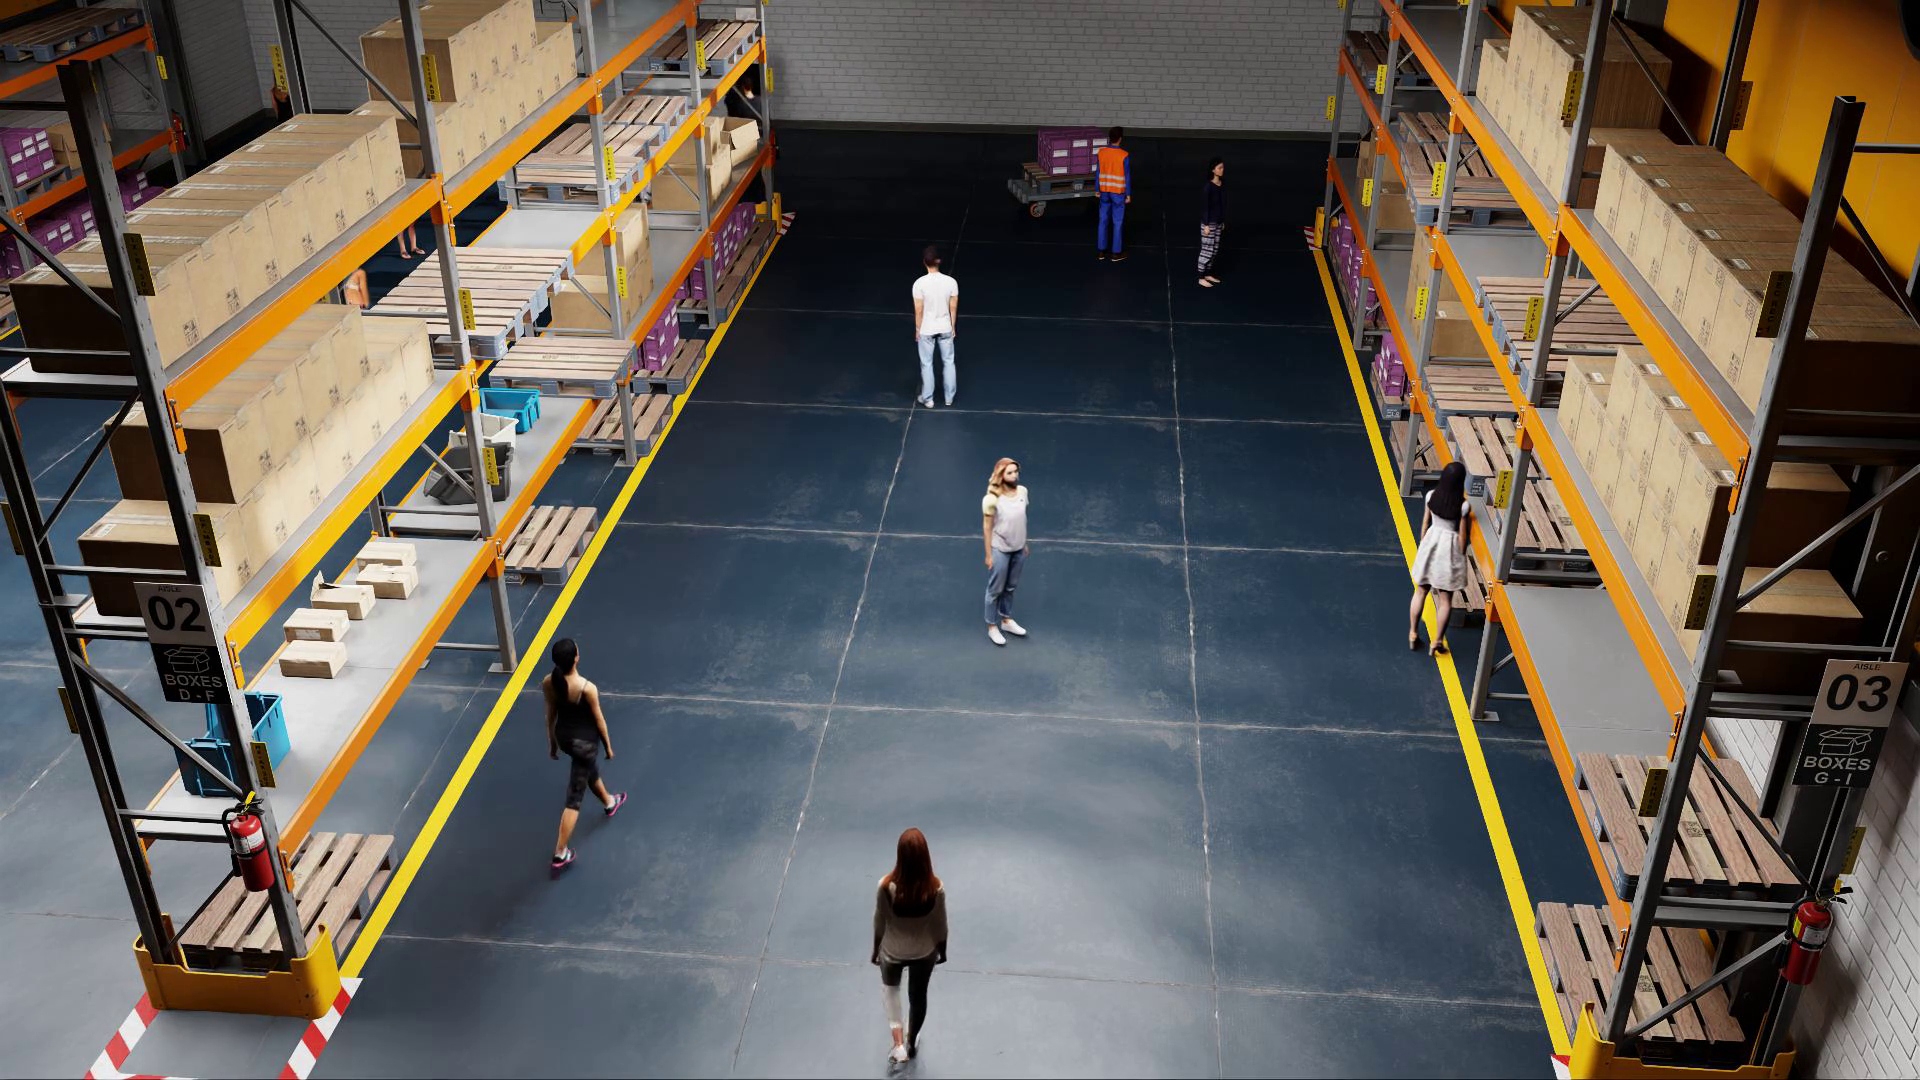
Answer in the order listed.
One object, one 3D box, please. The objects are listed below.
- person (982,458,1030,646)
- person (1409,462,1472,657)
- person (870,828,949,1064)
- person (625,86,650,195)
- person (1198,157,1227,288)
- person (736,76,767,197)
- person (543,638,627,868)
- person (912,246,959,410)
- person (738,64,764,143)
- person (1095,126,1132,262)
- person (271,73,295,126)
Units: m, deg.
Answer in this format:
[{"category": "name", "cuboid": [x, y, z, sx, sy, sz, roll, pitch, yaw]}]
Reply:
[{"category": "person", "cuboid": [0.387, 0.074, 14.293, 0.702, 1.723, 0.763, -22, 35, -34]}, {"category": "person", "cuboid": [4.075, 0.152, 14.103, 0.782, 1.769, 0.812, 21, 35, 33]}, {"category": "person", "cuboid": [-0.307, 2.488, 9.889, 0.661, 1.704, 0.757, 0, 29, -1]}, {"category": "person", "cuboid": [-4.966, -6.082, 25.551, 0.864, 1.751, 0.815, -8, 30, -14]}, {"category": "person", "cuboid": [3.366, -4.270, 22.244, 0.741, 1.735, 0.637, 21, 35, 33]}, {"category": "person", "cuboid": [-3.184, -6.194, 25.687, 1.134, 1.817, 1.262, -18, 33, -29]}, {"category": "person", "cuboid": [-2.730, 1.518, 11.695, 0.817, 1.677, 1.233, 10, 30, 18]}, {"category": "person", "cuboid": [-0.274, -2.379, 18.647, 0.747, 1.862, 0.704, -8, 30, -14]}, {"category": "person", "cuboid": [-3.555, -7.745, 28.547, 0.727, 1.800, 0.683, -8, 30, -13]}, {"category": "person", "cuboid": [2.127, -4.827, 23.133, 0.784, 1.863, 0.766, 16, 32, 26]}, {"category": "person", "cuboid": [-10.806, -6.736, 26.780, 0.592, 1.721, 0.497, 3, 29, 6]}]
